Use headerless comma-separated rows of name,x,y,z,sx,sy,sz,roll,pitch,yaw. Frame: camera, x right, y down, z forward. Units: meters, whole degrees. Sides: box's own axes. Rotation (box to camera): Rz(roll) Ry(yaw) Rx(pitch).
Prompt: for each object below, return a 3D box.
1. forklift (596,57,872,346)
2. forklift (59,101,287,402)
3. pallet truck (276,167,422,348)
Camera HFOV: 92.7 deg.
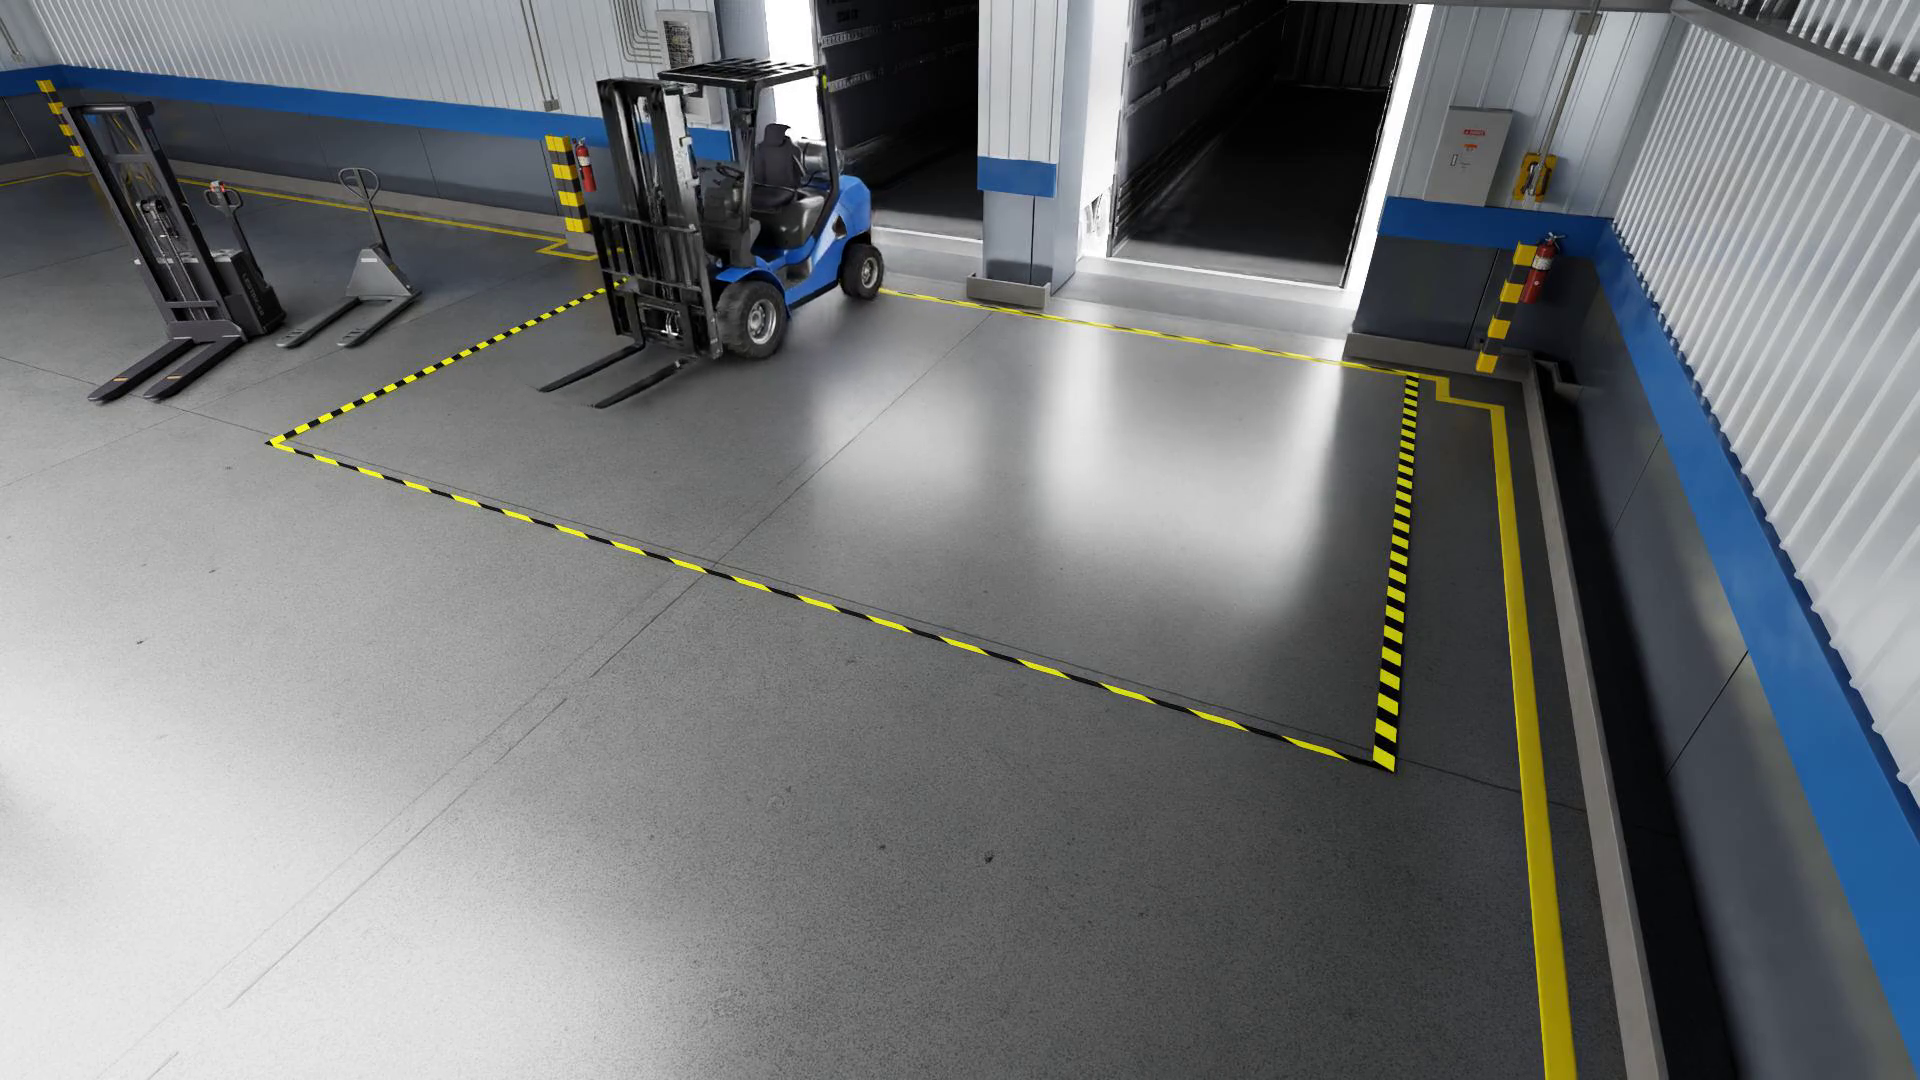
forklift,-1.881,-3.120,8.169,1.157,2.036,2.680,17,38,23
forklift,-6.686,-2.387,7.434,0.823,1.965,1.885,-3,35,-5
pallet truck,-5.732,-2.611,8.414,0.680,1.201,1.601,-1,35,-1
